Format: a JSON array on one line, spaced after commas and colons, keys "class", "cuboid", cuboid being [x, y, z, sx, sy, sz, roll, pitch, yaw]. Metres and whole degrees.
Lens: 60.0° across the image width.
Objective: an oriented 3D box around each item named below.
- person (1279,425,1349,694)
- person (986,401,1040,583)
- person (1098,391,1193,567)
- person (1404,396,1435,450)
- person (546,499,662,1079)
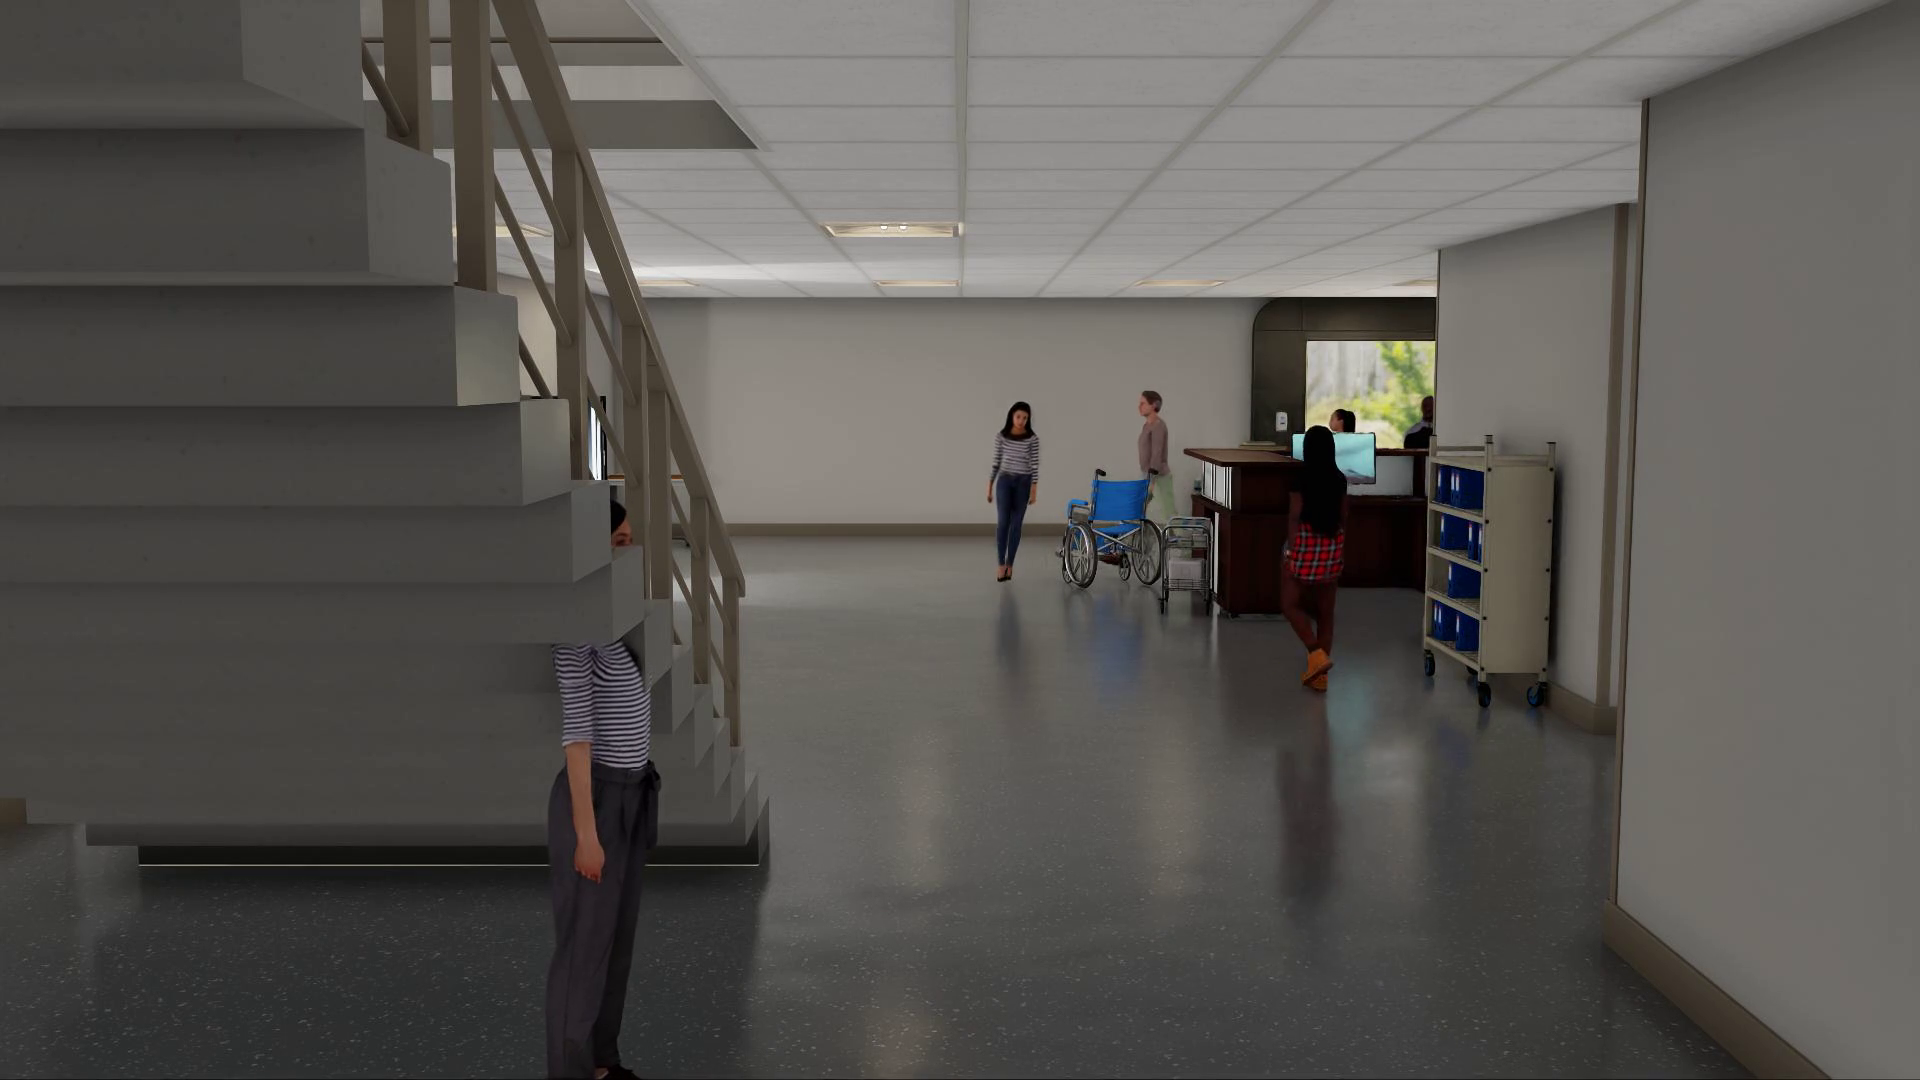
[{"class": "person", "cuboid": [2.304, 0.138, 10.567, 0.747, 1.715, 0.841, -2, 6, -23]}, {"class": "person", "cuboid": [0.542, -0.456, 16.268, 0.695, 1.755, 0.806, 1, 6, 7]}, {"class": "person", "cuboid": [2.096, -0.572, 17.105, 0.955, 1.819, 1.268, -1, 6, -13]}, {"class": "person", "cuboid": [4.858, -0.588, 17.275, 0.689, 1.818, 0.598, 1, 6, 10]}, {"class": "person", "cuboid": [-0.995, 0.738, 4.518, 0.671, 1.733, 0.475, 1, 6, 5]}]
